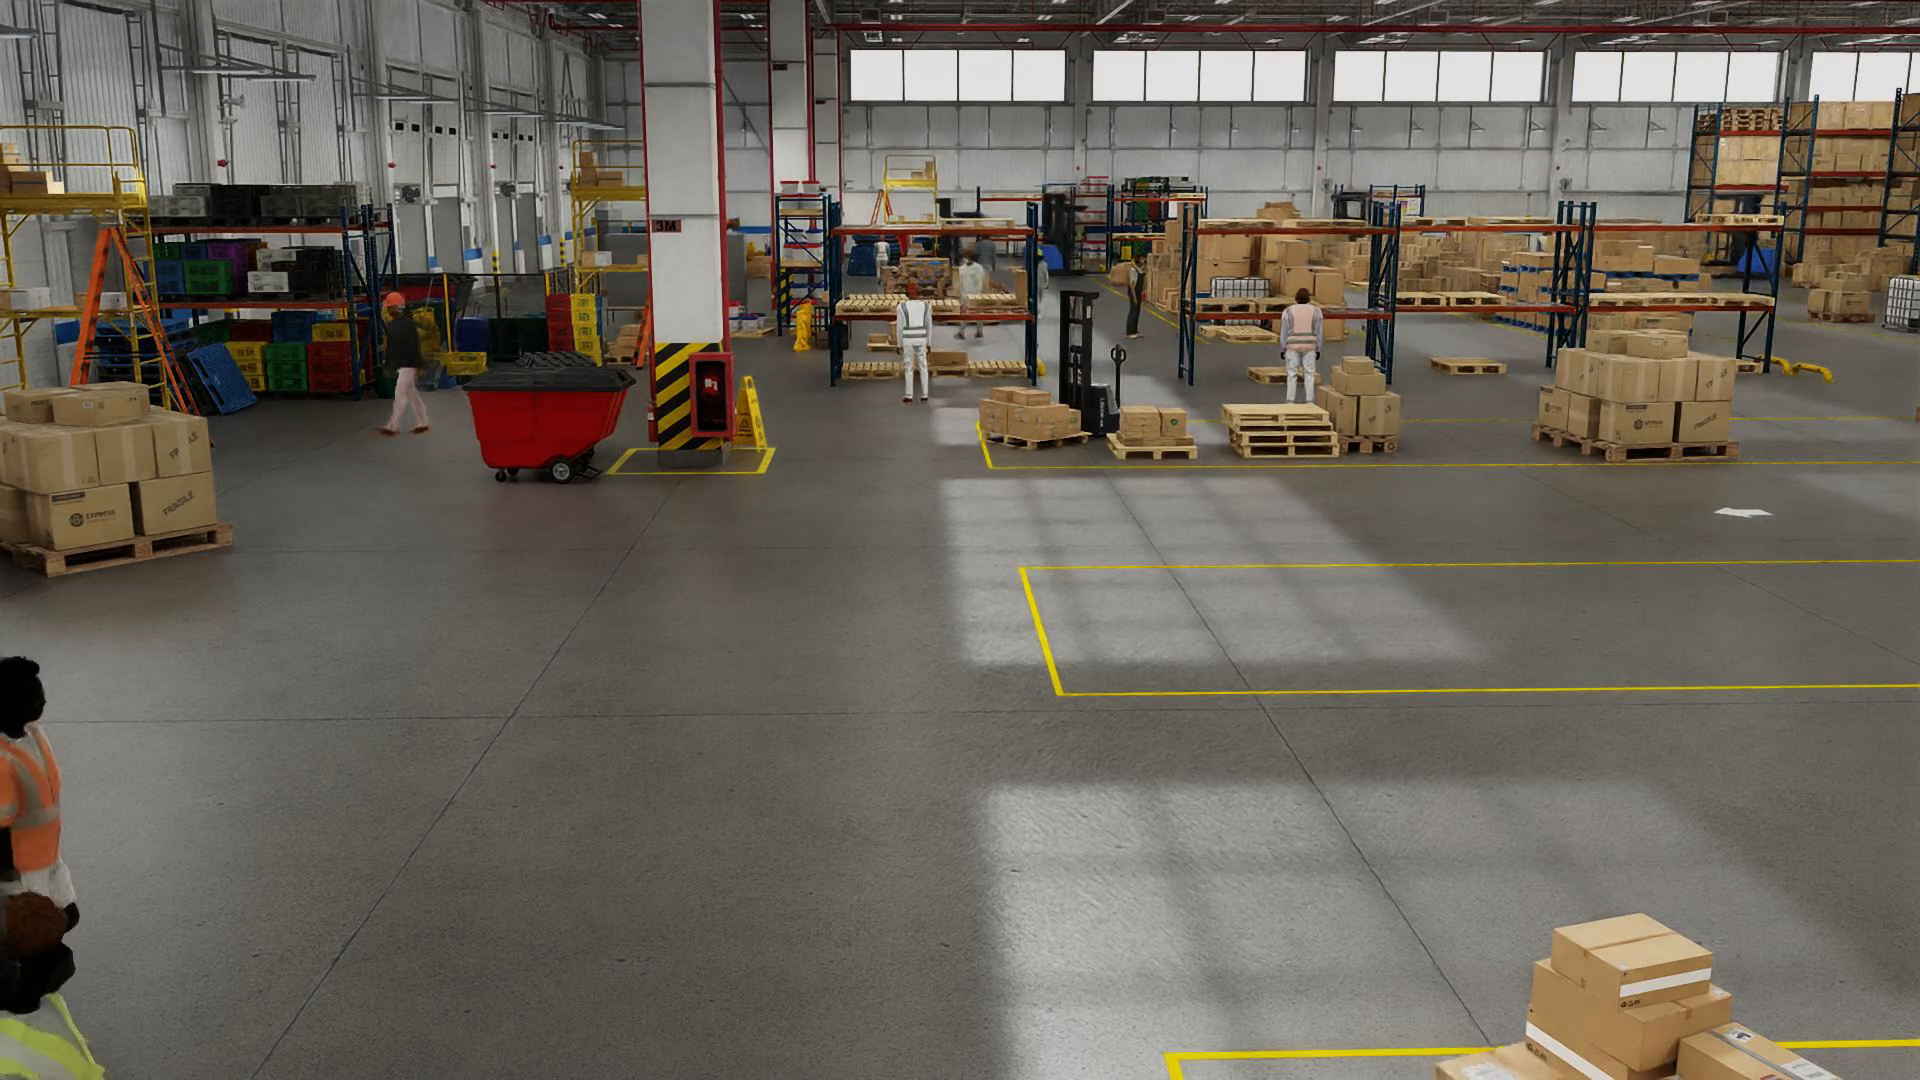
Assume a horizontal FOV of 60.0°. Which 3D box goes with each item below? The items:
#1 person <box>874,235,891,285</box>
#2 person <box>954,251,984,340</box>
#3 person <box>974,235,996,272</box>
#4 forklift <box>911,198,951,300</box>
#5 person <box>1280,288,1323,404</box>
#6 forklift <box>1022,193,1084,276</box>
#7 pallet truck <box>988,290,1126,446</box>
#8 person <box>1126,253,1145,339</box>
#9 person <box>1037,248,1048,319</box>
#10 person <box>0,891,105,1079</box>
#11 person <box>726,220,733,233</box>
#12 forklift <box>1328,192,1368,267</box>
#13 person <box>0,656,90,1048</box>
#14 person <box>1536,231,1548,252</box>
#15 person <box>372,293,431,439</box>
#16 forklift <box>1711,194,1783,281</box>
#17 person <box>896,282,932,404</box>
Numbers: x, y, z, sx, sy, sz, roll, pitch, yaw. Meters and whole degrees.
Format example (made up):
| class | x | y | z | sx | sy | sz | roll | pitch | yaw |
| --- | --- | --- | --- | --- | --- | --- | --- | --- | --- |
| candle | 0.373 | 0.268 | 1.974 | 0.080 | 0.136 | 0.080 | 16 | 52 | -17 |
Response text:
| class | x | y | z | sx | sy | sz | roll | pitch | yaw |
| --- | --- | --- | --- | --- | --- | --- | --- | --- | --- |
| person | -2.461 | -8.884 | 52.688 | 0.547 | 1.621 | 0.469 | -1 | 13 | -5 |
| person | 0.220 | -5.262 | 35.763 | 0.635 | 1.885 | 1.004 | 7 | 14 | 27 |
| person | 0.729 | -7.900 | 47.609 | 0.639 | 1.914 | 0.844 | -4 | 13 | -18 |
| forklift | -0.446 | -8.178 | 46.646 | 1.873 | 2.768 | 1.129 | 0 | 12 | -2 |
| person | 5.122 | -2.867 | 25.029 | 0.624 | 1.844 | 0.430 | 1 | 13 | 6 |
| forklift | 3.136 | -10.348 | 56.444 | 1.873 | 2.768 | 1.129 | -7 | 14 | -29 |
| pallet truck | 1.257 | -2.299 | 22.111 | 1.885 | 1.965 | 0.823 | -9 | 15 | -35 |
| person | 3.797 | -5.248 | 35.799 | 0.347 | 1.836 | 0.505 | 7 | 14 | 28 |
| person | 1.901 | -6.311 | 40.881 | 0.490 | 1.717 | 0.785 | -4 | 13 | -18 |
| person | -2.373 | 1.746 | 4.320 | 0.963 | 1.797 | 0.620 | -7 | 14 | -30 |
| person | -8.260 | -10.265 | 58.253 | 0.581 | 1.915 | 0.684 | 12 | 17 | 42 |
| forklift | 14.293 | -11.246 | 60.497 | 1.129 | 2.768 | 1.873 | 8 | 15 | 32 |
| person | -3.818 | 1.283 | 6.668 | 0.444 | 1.685 | 0.534 | -2 | 13 | -10 |
| person | 18.333 | -8.887 | 52.109 | 0.600 | 1.893 | 0.822 | -5 | 13 | -21 |
| person | -7.599 | -2.343 | 22.412 | 0.977 | 1.946 | 0.649 | -12 | 17 | -42 |
| forklift | 26.055 | -9.994 | 54.842 | 1.873 | 2.768 | 1.129 | 11 | 17 | 42 |
| person | -0.711 | -3.034 | 25.691 | 0.575 | 1.882 | 0.359 | -4 | 13 | -18 |
